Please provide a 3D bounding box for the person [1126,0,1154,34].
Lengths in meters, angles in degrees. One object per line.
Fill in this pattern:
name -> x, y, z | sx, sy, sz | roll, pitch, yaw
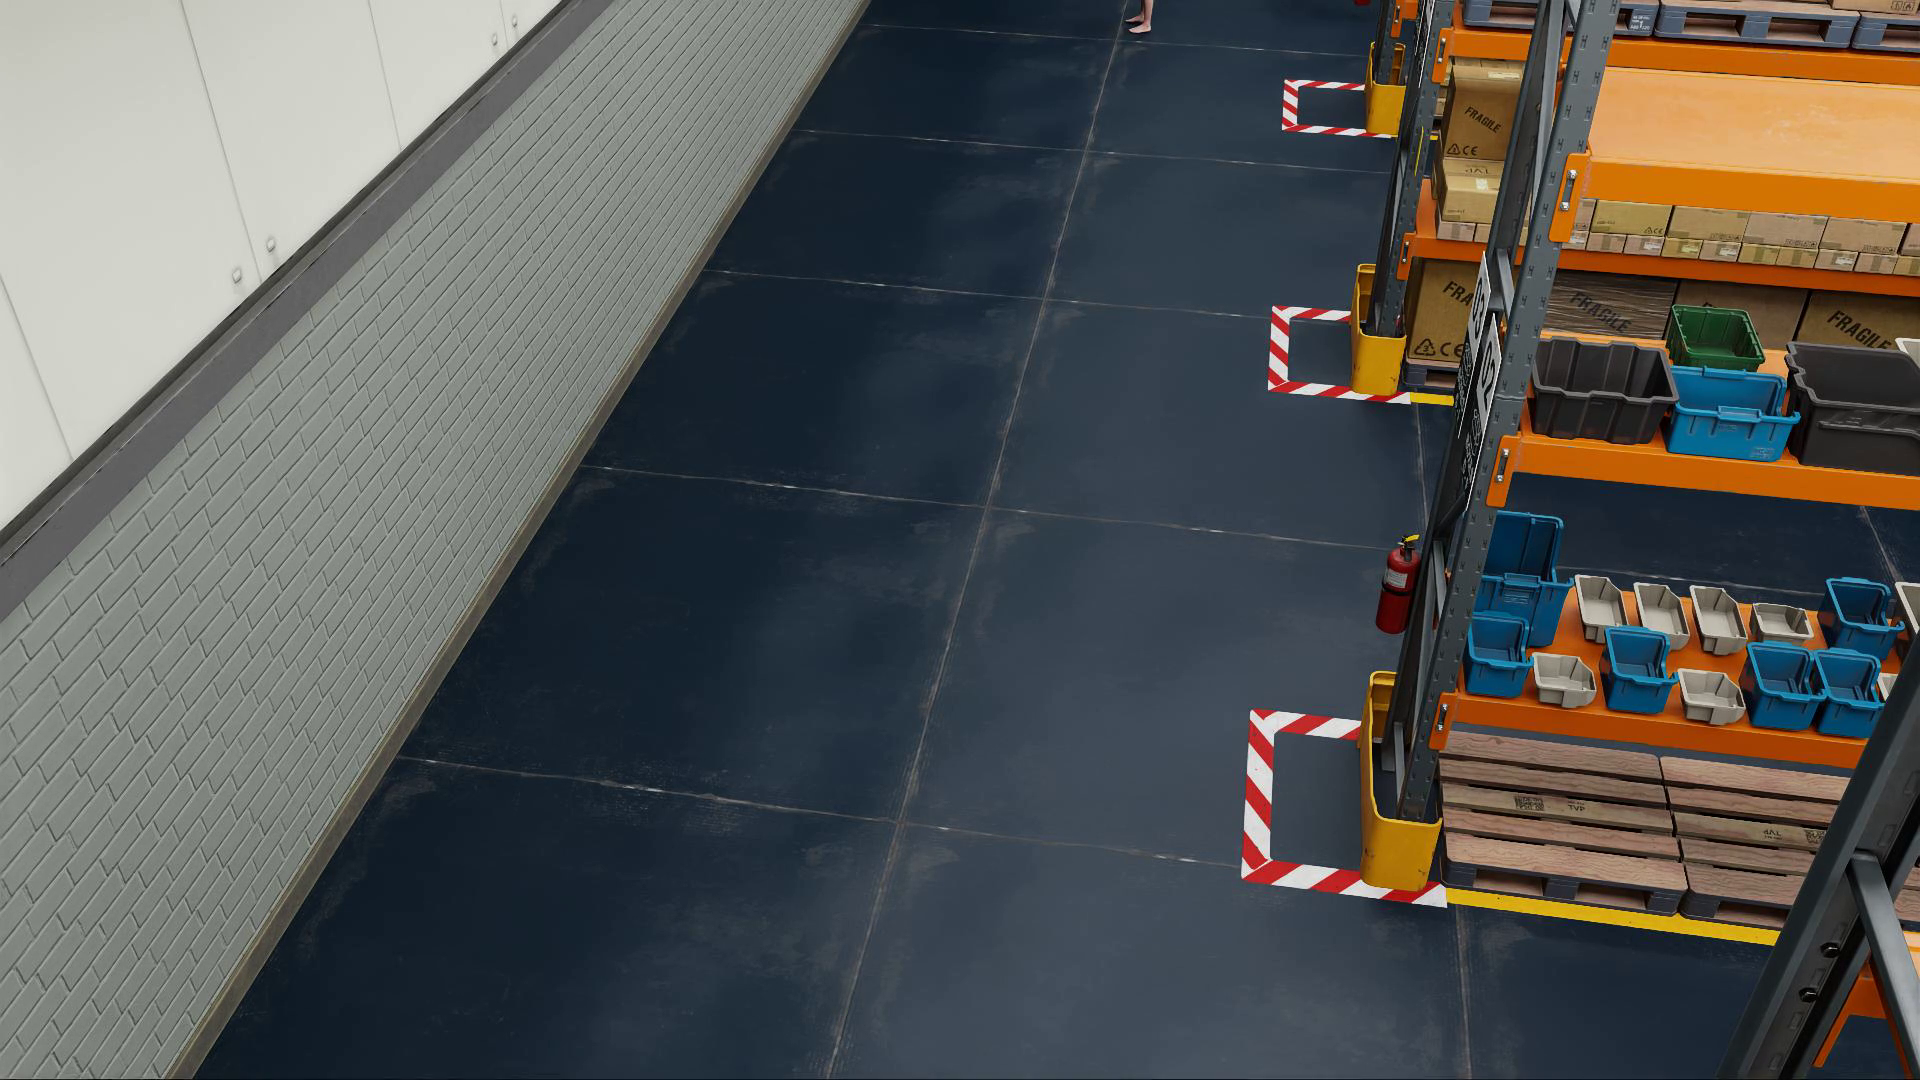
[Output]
person -> 2.058, -6.530, 18.368 | 0.618, 1.768, 0.615 | 0, 37, 0
